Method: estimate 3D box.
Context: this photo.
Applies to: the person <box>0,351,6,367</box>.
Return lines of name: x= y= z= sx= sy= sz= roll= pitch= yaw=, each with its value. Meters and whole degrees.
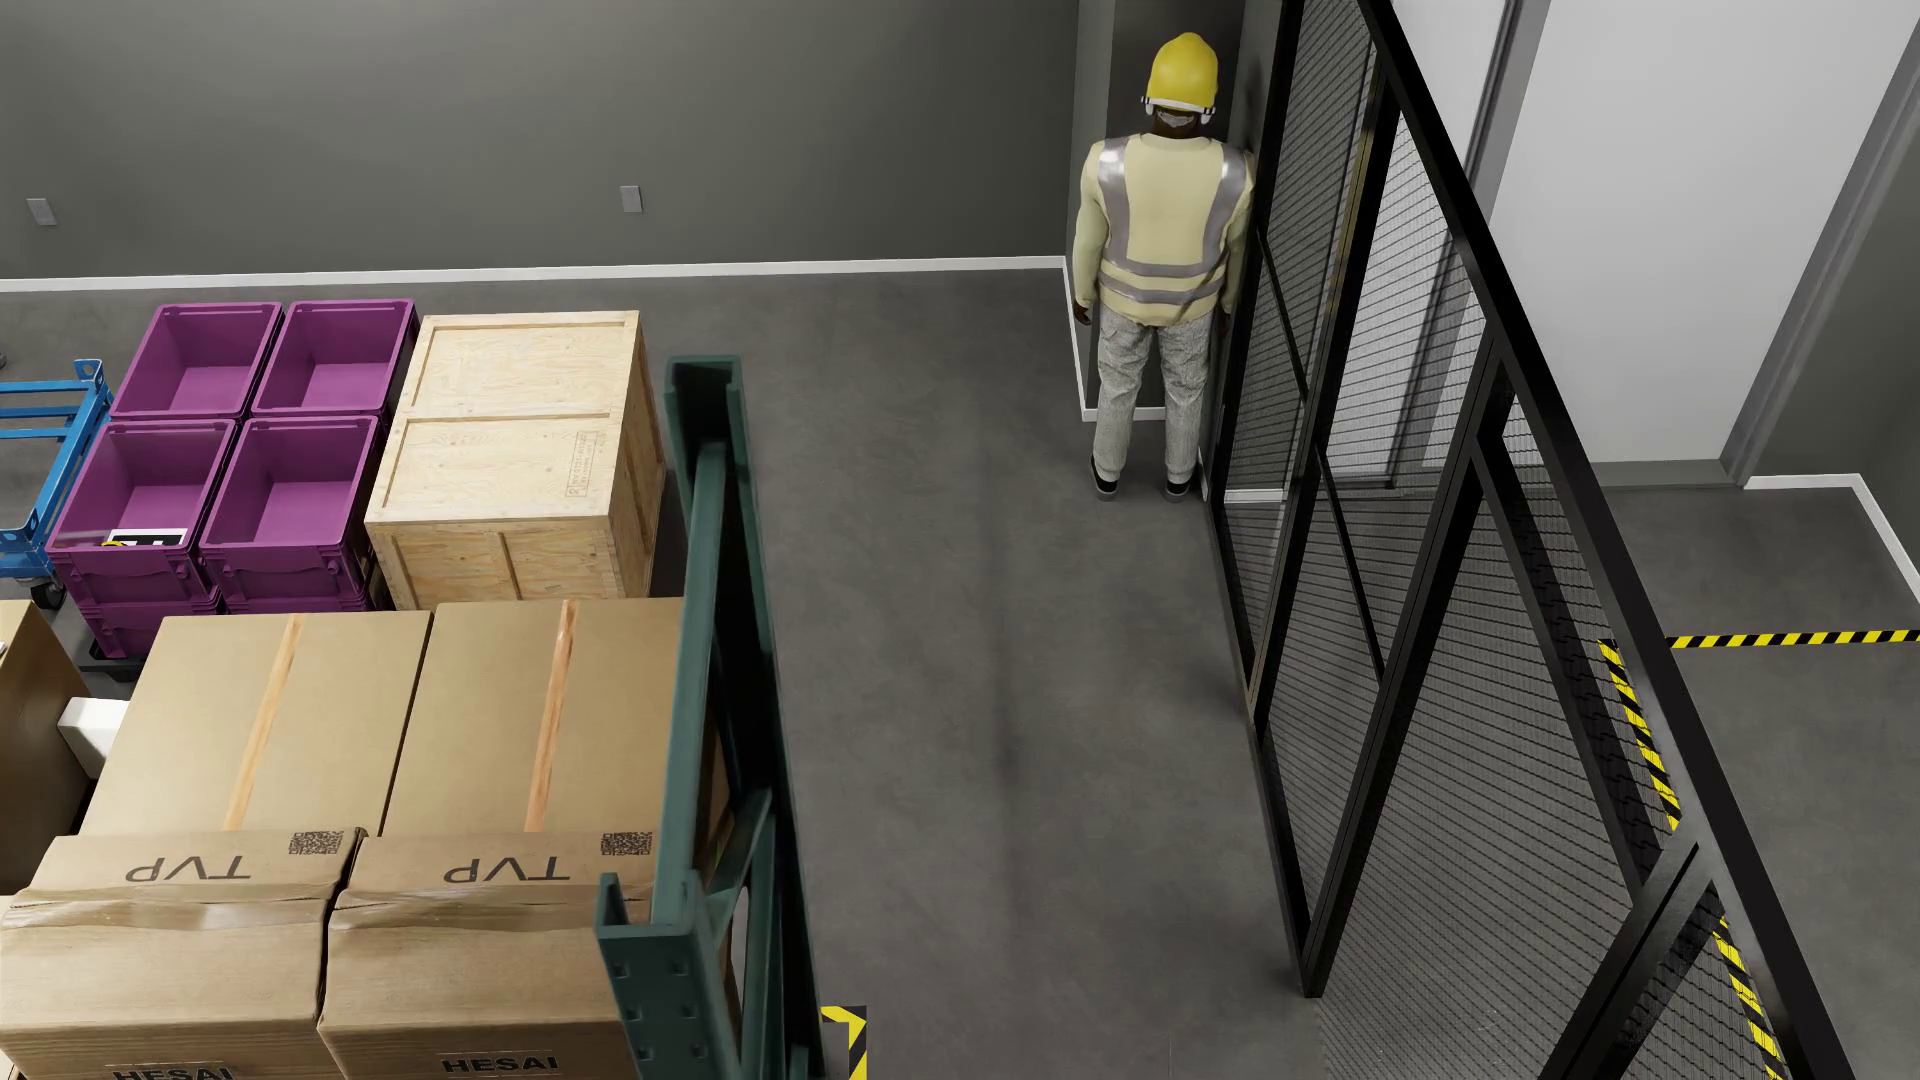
person: x=-4.026 y=-1.270 z=5.969 sx=0.354 sy=1.937 sz=0.635 roll=-3 pitch=46 yaw=-3

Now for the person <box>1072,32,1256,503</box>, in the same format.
person: x=0.679 y=-0.864 z=5.653 sx=0.603 sy=1.830 sz=0.404 roll=4 pitch=46 yaw=4
